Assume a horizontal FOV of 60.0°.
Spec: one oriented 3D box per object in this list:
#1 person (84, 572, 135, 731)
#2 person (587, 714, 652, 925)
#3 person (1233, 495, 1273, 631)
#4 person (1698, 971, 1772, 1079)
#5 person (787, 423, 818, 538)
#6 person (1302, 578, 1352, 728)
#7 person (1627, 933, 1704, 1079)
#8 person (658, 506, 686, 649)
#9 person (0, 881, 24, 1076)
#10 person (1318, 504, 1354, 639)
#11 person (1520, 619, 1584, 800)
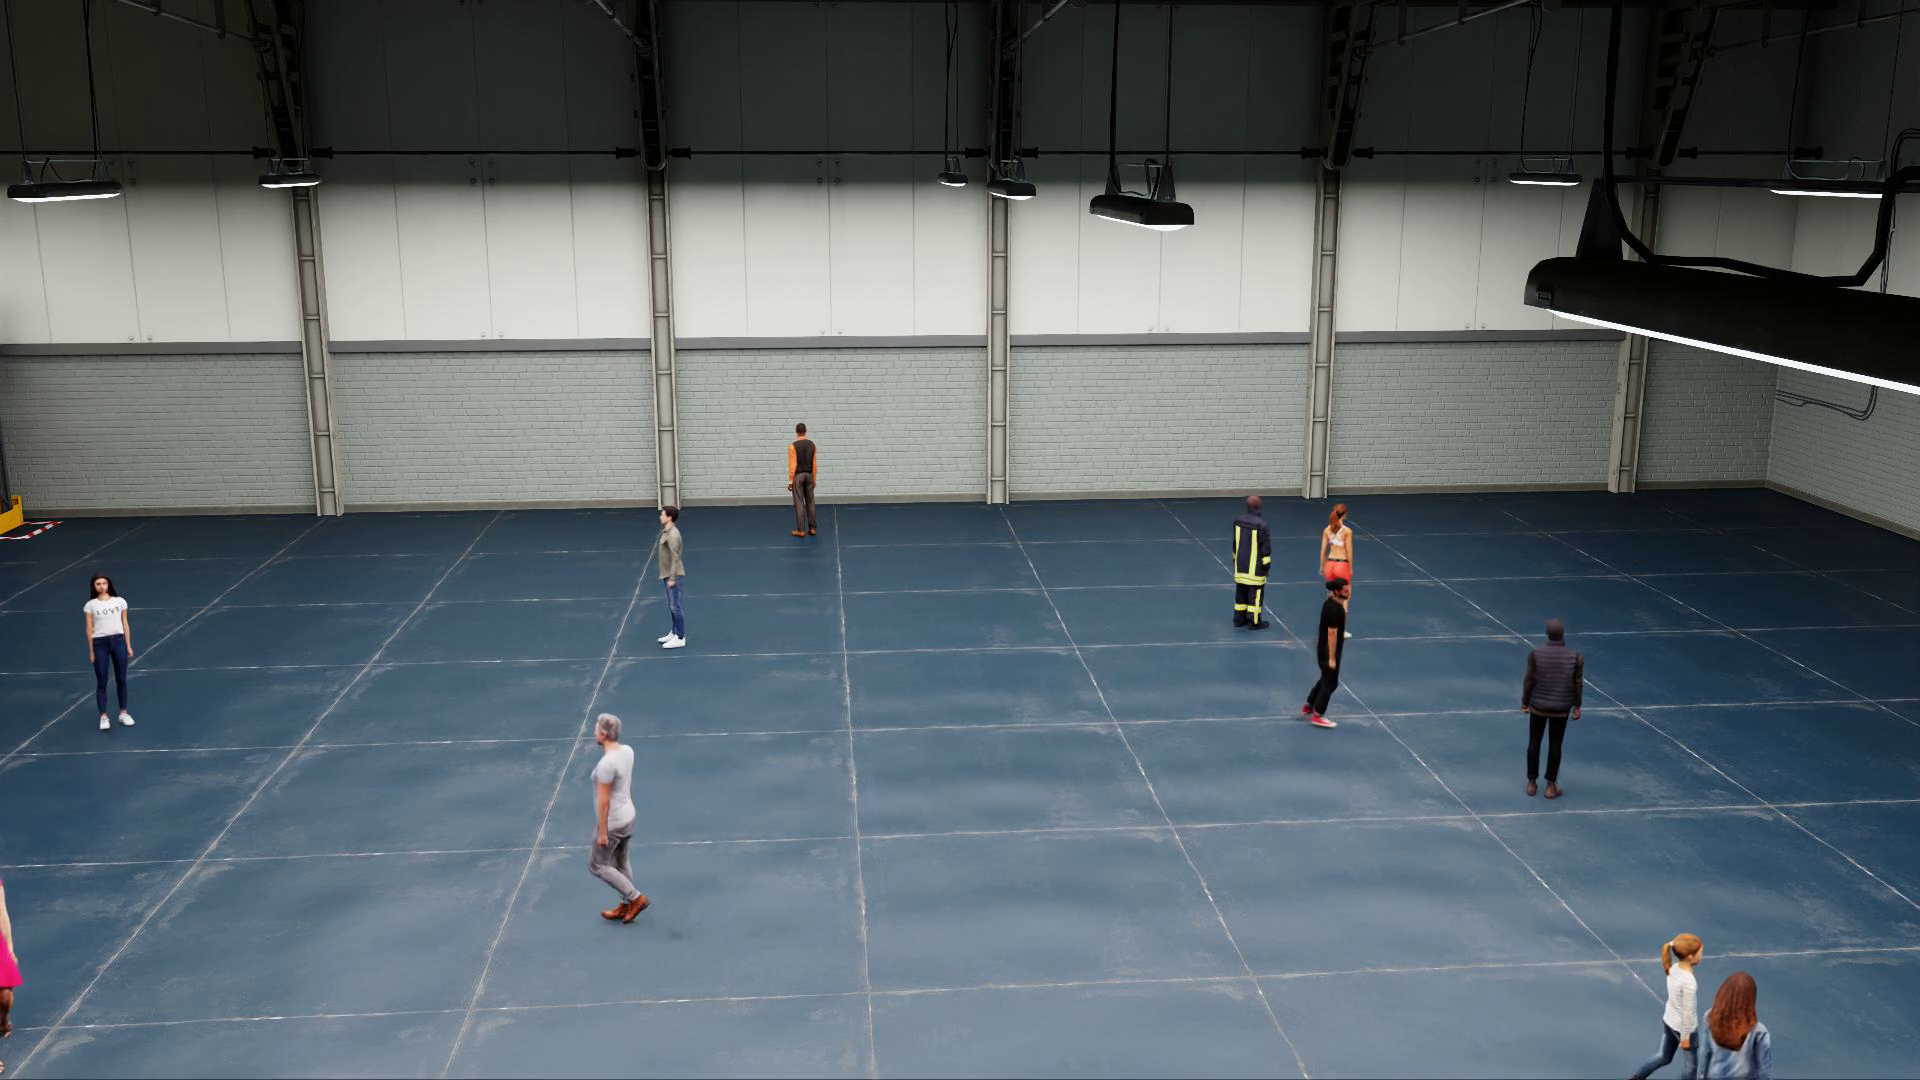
[{"bbox_3d":[-9.491,1.221,18.549,0.636,1.774,0.733,-11,17,-38],"label":"person"},{"bbox_3d":[-2.754,2.326,13.690,0.844,1.814,0.807,3,13,12],"label":"person"},{"bbox_3d":[3.938,0.284,22.490,0.897,1.821,0.865,-12,17,-41],"label":"person"},{"bbox_3d":[4.681,3.325,10.127,0.788,1.474,0.729,-12,17,-41],"label":"person"},{"bbox_3d":[-2.627,-1.013,27.904,0.722,1.905,0.848,-8,15,-32],"label":"person"},{"bbox_3d":[4.075,1.256,18.509,0.815,1.722,0.835,1,13,3],"label":"person"},{"bbox_3d":[4.677,3.217,10.983,0.882,1.298,0.547,0,13,1],"label":"person"},{"bbox_3d":[-3.717,0.465,21.612,0.668,1.864,0.748,-4,14,-17],"label":"person"},{"bbox_3d":[-6.807,2.864,11.580,0.828,1.716,0.840,-7,15,-28],"label":"person"},{"bbox_3d":[4.991,0.414,22.037,0.840,1.771,0.900,11,17,38],"label":"person"},{"bbox_3d":[5.852,1.659,16.525,0.720,1.833,0.871,6,14,25],"label":"person"}]
